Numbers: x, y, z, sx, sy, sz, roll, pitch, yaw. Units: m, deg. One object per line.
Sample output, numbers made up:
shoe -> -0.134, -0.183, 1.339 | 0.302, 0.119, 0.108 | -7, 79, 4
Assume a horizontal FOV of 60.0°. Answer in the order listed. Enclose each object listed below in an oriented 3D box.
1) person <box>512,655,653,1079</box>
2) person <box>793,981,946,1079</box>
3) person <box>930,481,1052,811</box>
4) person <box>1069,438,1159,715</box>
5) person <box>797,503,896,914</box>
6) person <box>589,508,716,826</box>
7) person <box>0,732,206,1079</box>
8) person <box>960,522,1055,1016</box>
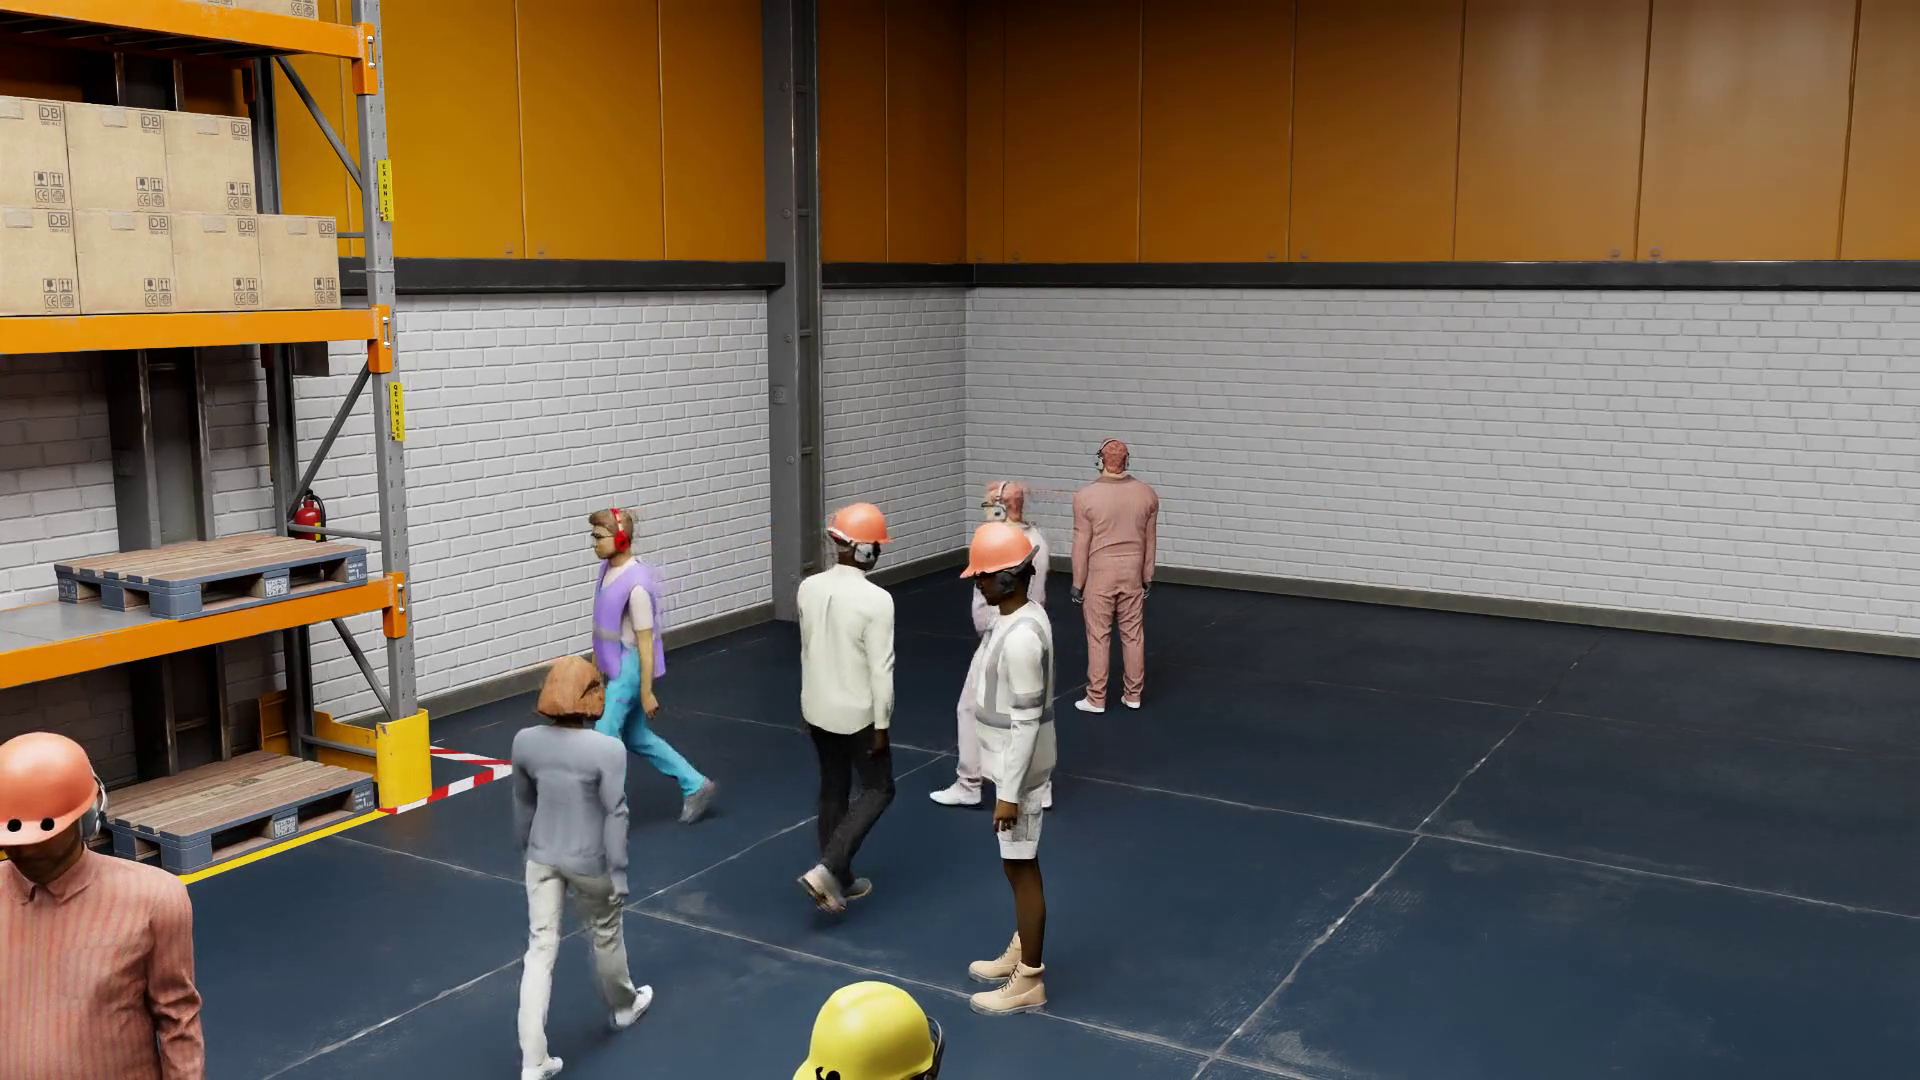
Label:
person -> -1.480, 1.222, 6.396 | 0.518, 1.582, 0.847 | 3, 9, 16
person -> -0.134, 1.665, 3.122 | 0.340, 1.761, 0.529 | -7, 12, -38
person -> 0.181, 0.598, 9.402 | 0.812, 1.879, 0.650 | 5, 10, 28
person -> 1.039, 0.252, 11.465 | 0.642, 1.909, 0.410 | -4, 10, -21
person -> -0.557, 0.808, 7.810 | 0.635, 1.973, 0.539 | 7, 11, 37
person -> -1.733, 0.713, 8.872 | 0.852, 1.815, 0.556 | -4, 10, -22
person -> -2.123, 1.415, 3.958 | 0.611, 1.986, 0.392 | -2, 9, -12
person -> 0.195, 0.932, 6.829 | 0.392, 2.033, 0.605 | 0, 9, 2
